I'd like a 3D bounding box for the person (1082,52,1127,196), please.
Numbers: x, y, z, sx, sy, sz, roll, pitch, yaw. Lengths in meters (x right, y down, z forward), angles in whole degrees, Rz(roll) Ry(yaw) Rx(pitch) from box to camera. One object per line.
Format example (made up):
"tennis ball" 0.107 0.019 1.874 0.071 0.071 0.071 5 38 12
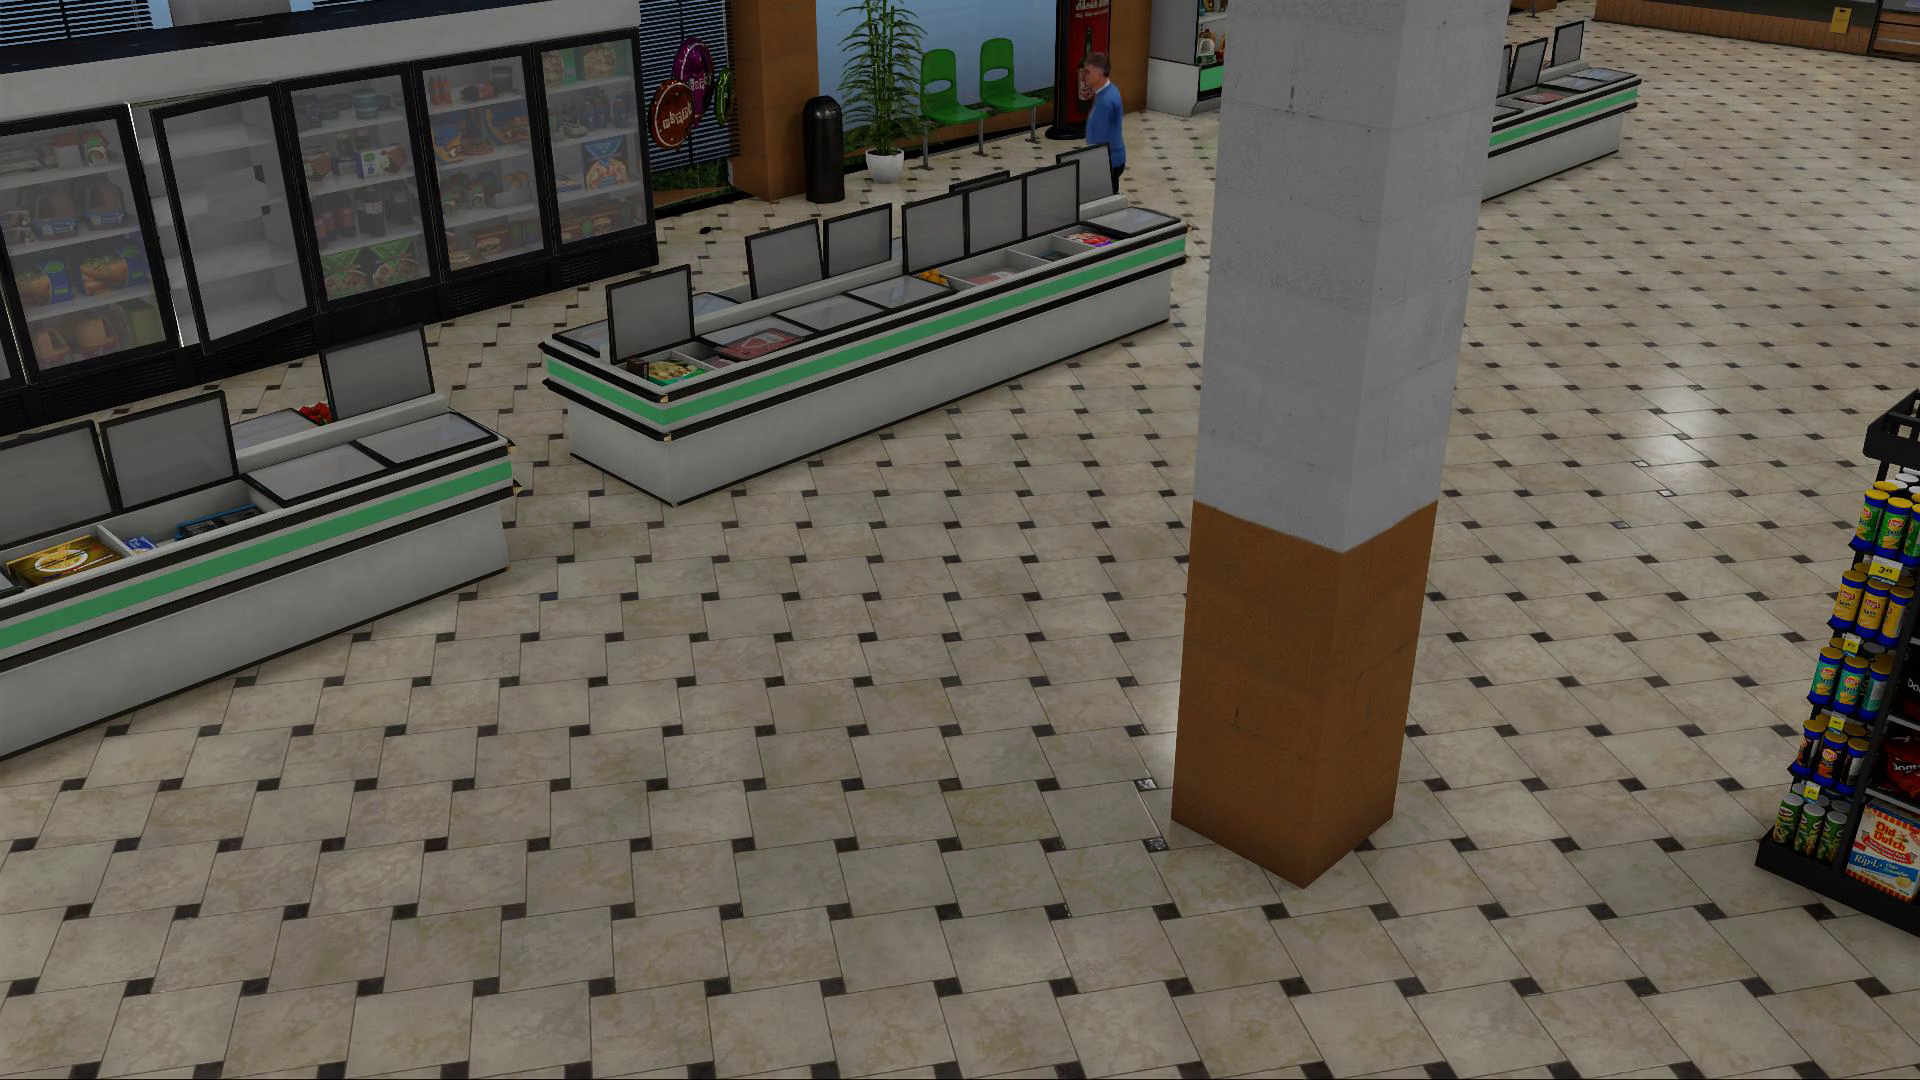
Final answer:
"person" 1.321 -3.238 14.141 0.906 1.784 0.852 0 27 0
